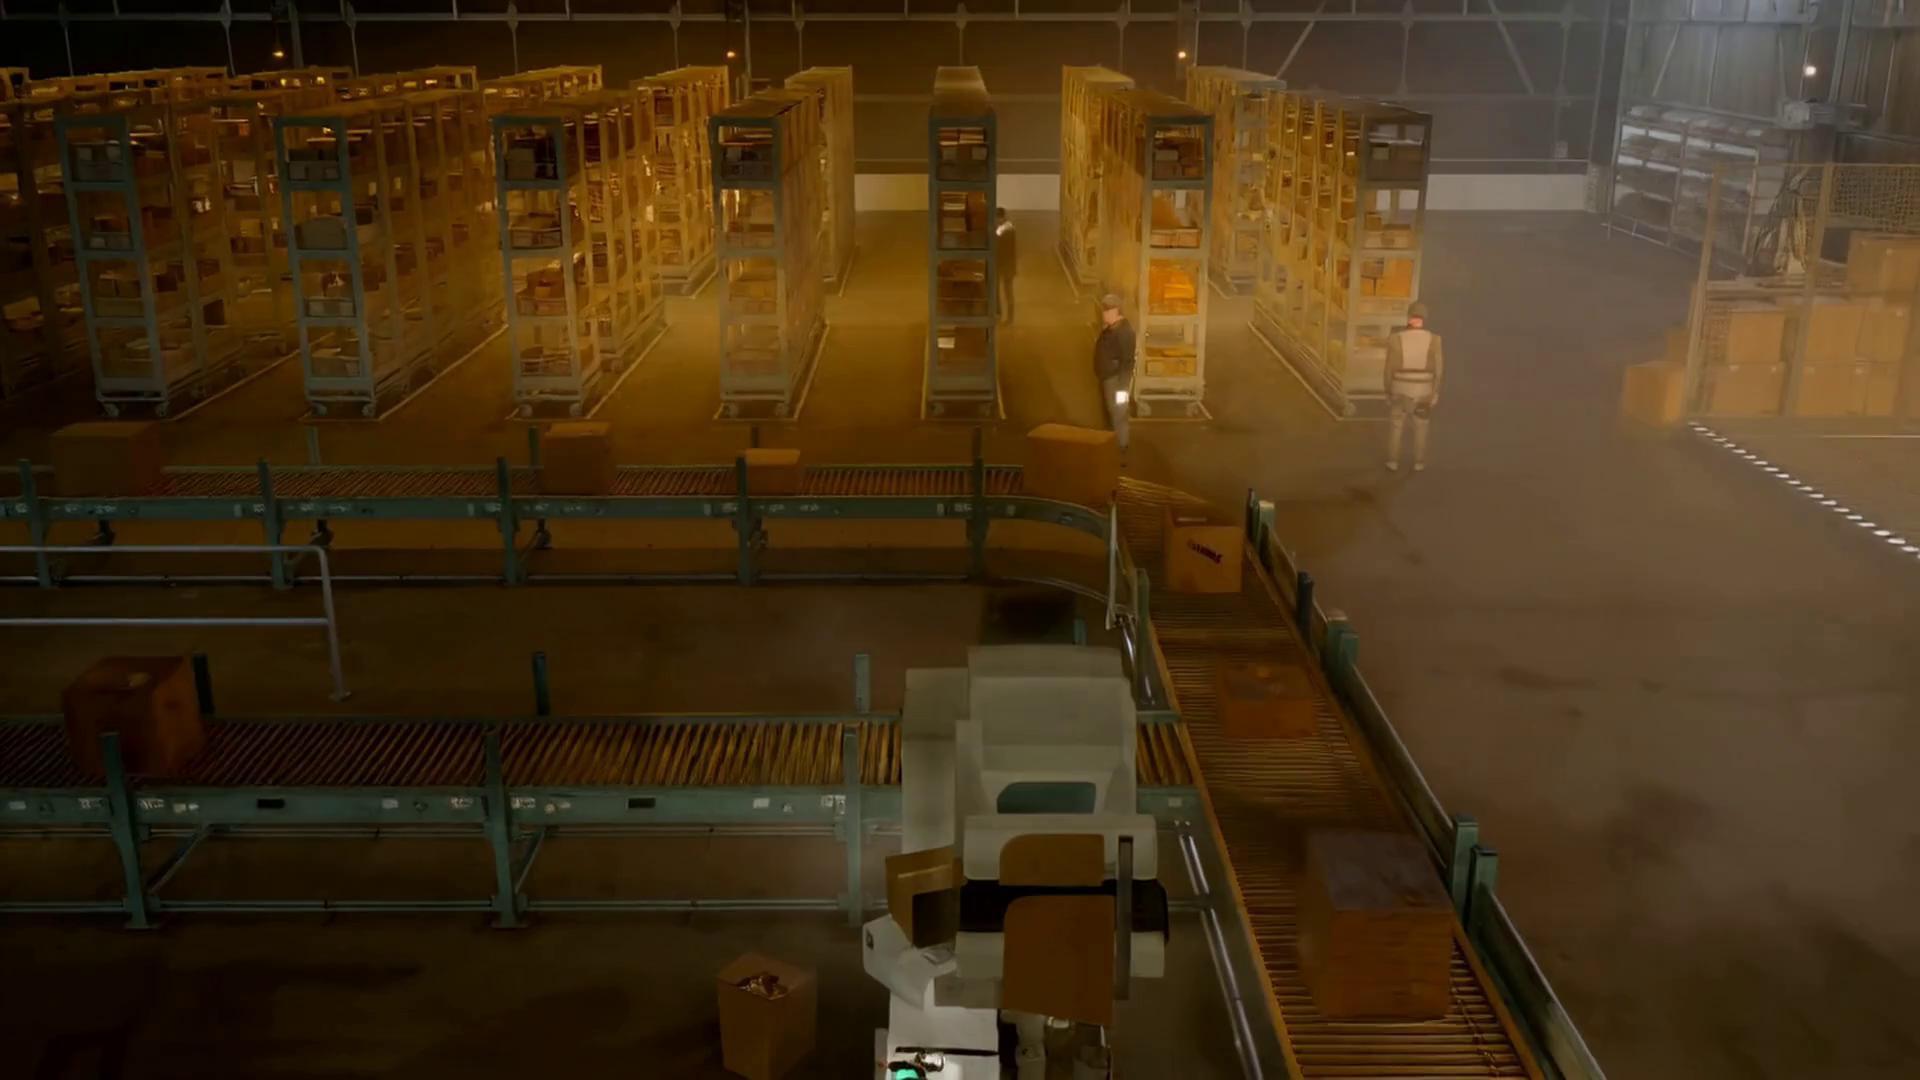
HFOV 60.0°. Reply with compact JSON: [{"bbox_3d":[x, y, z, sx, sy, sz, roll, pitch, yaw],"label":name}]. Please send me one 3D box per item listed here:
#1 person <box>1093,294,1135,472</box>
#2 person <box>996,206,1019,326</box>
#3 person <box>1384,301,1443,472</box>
[{"bbox_3d":[1.608,-1.669,17.711,0.399,1.899,0.644,-5,19,-14],"label":"person"},{"bbox_3d":[0.646,-4.255,25.790,0.571,1.831,0.409,11,21,30],"label":"person"},{"bbox_3d":[4.799,-1.620,17.664,0.590,1.833,0.404,3,18,10],"label":"person"}]
